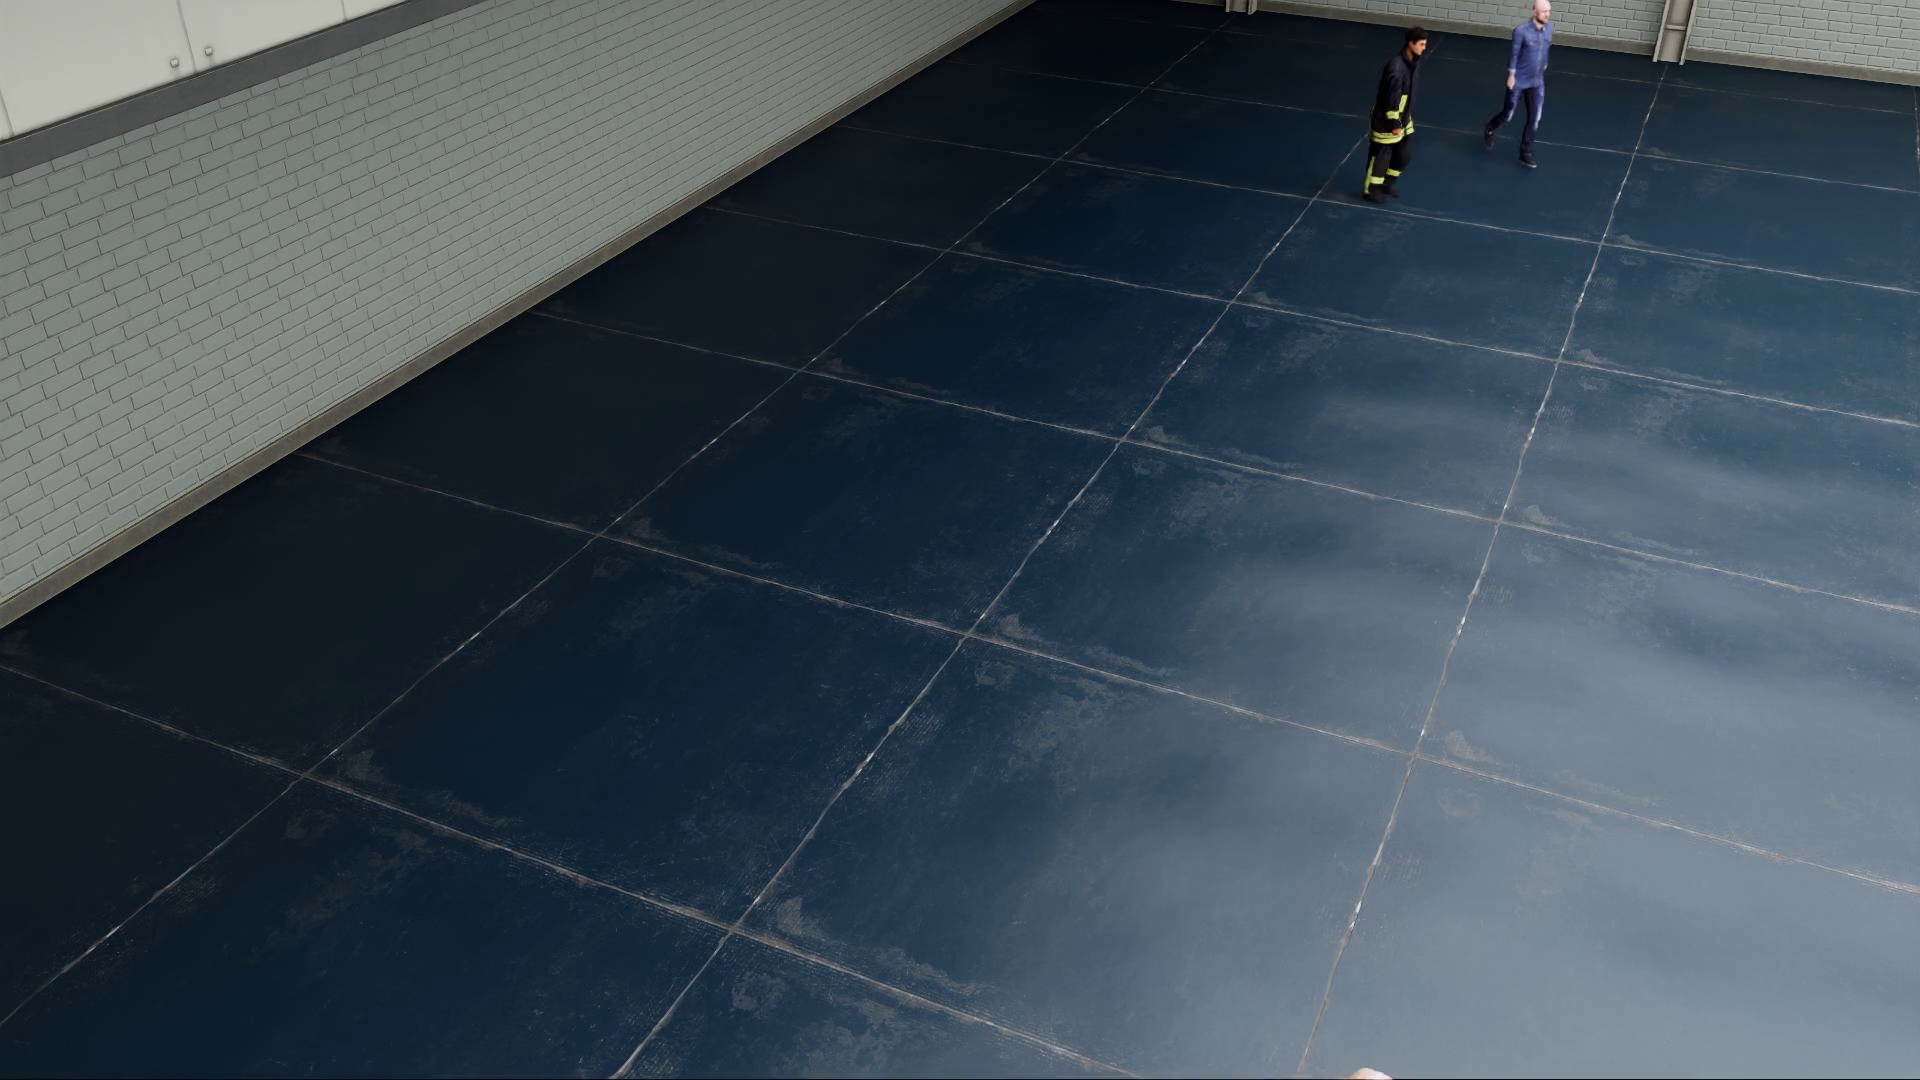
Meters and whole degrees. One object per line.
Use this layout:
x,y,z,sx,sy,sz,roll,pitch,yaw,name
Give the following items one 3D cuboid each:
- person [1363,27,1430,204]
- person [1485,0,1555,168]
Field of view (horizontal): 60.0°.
4.468,-4.492,17.559,0.835,1.895,0.872,26,41,35,person
6.307,-5.147,18.686,1.138,1.802,1.189,-11,34,-17,person
